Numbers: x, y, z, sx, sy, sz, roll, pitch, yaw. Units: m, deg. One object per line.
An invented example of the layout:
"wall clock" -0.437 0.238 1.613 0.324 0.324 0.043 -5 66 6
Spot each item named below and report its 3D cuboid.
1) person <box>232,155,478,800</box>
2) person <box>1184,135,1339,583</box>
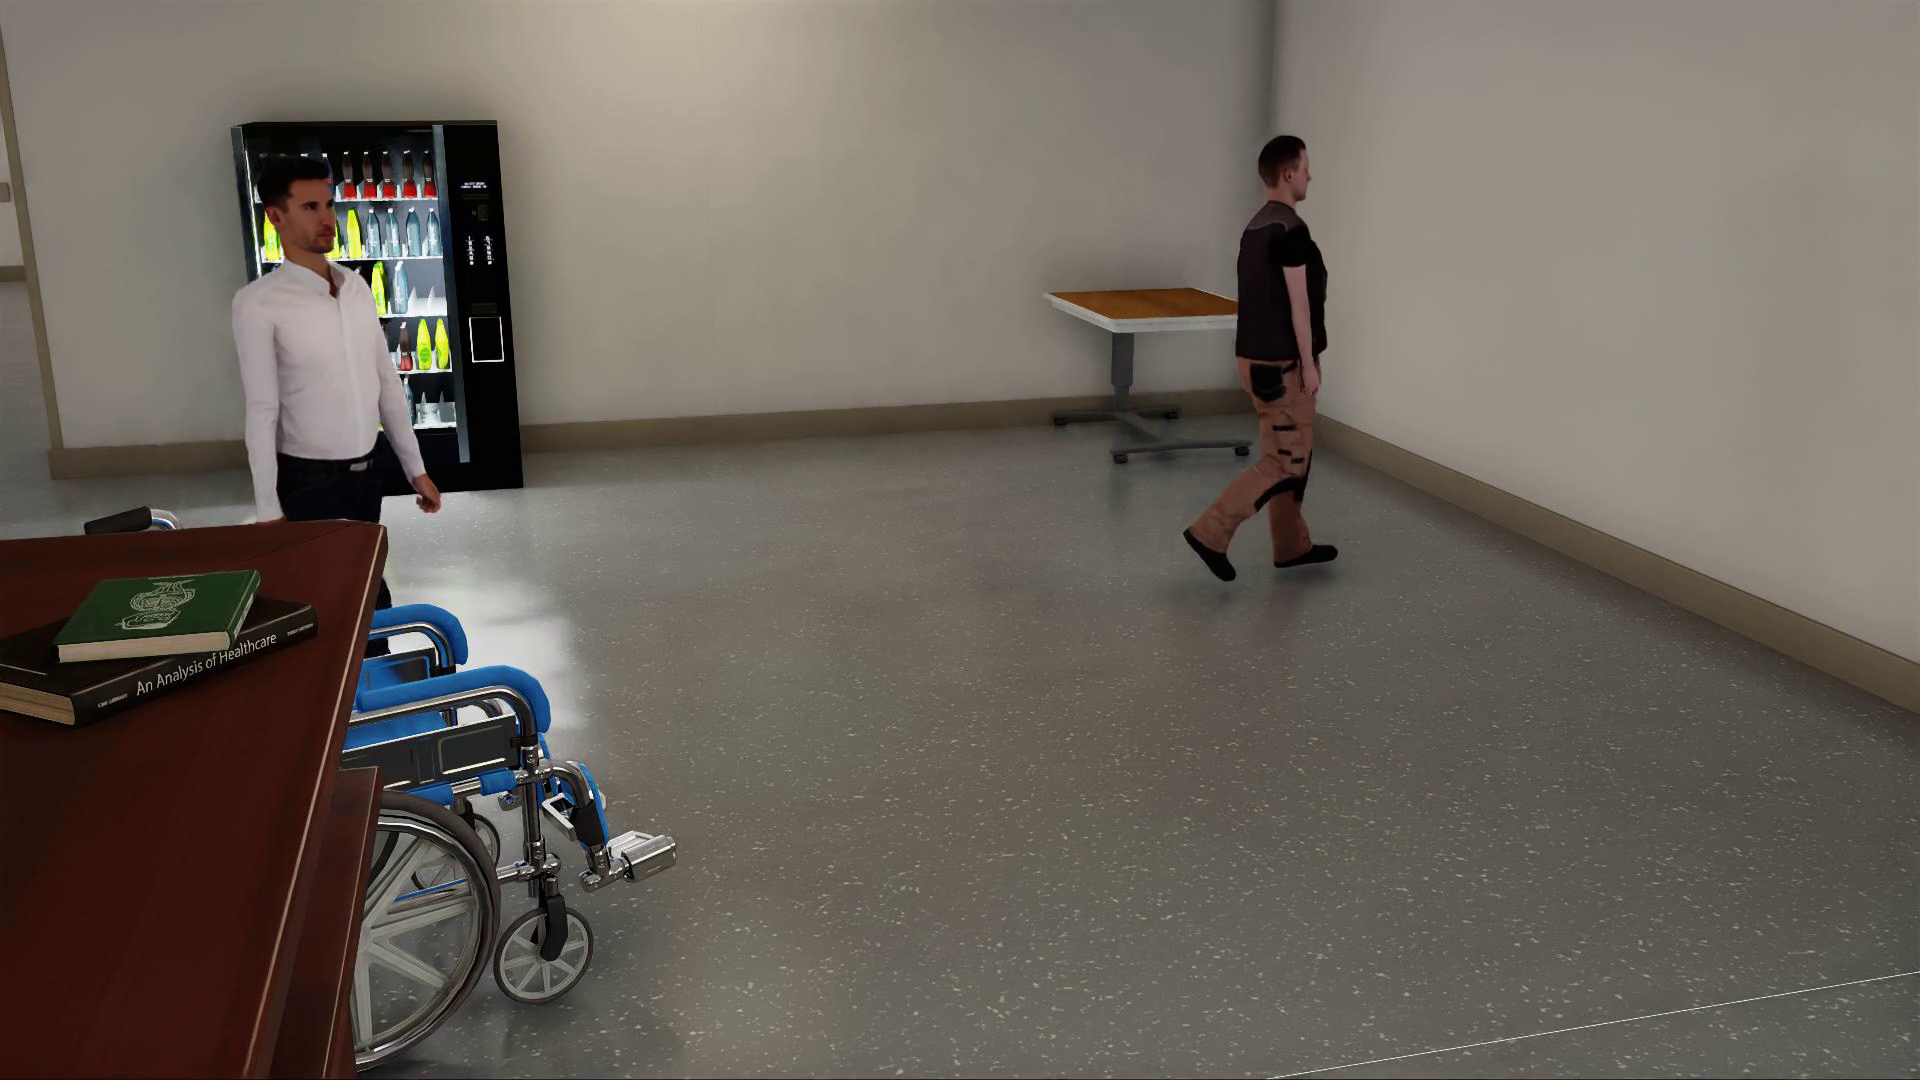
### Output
"person" -1.915 -0.173 4.899 1.261 1.834 1.102 6 17 22
"person" 1.251 -0.715 6.845 1.024 1.820 0.790 -2 16 -7
